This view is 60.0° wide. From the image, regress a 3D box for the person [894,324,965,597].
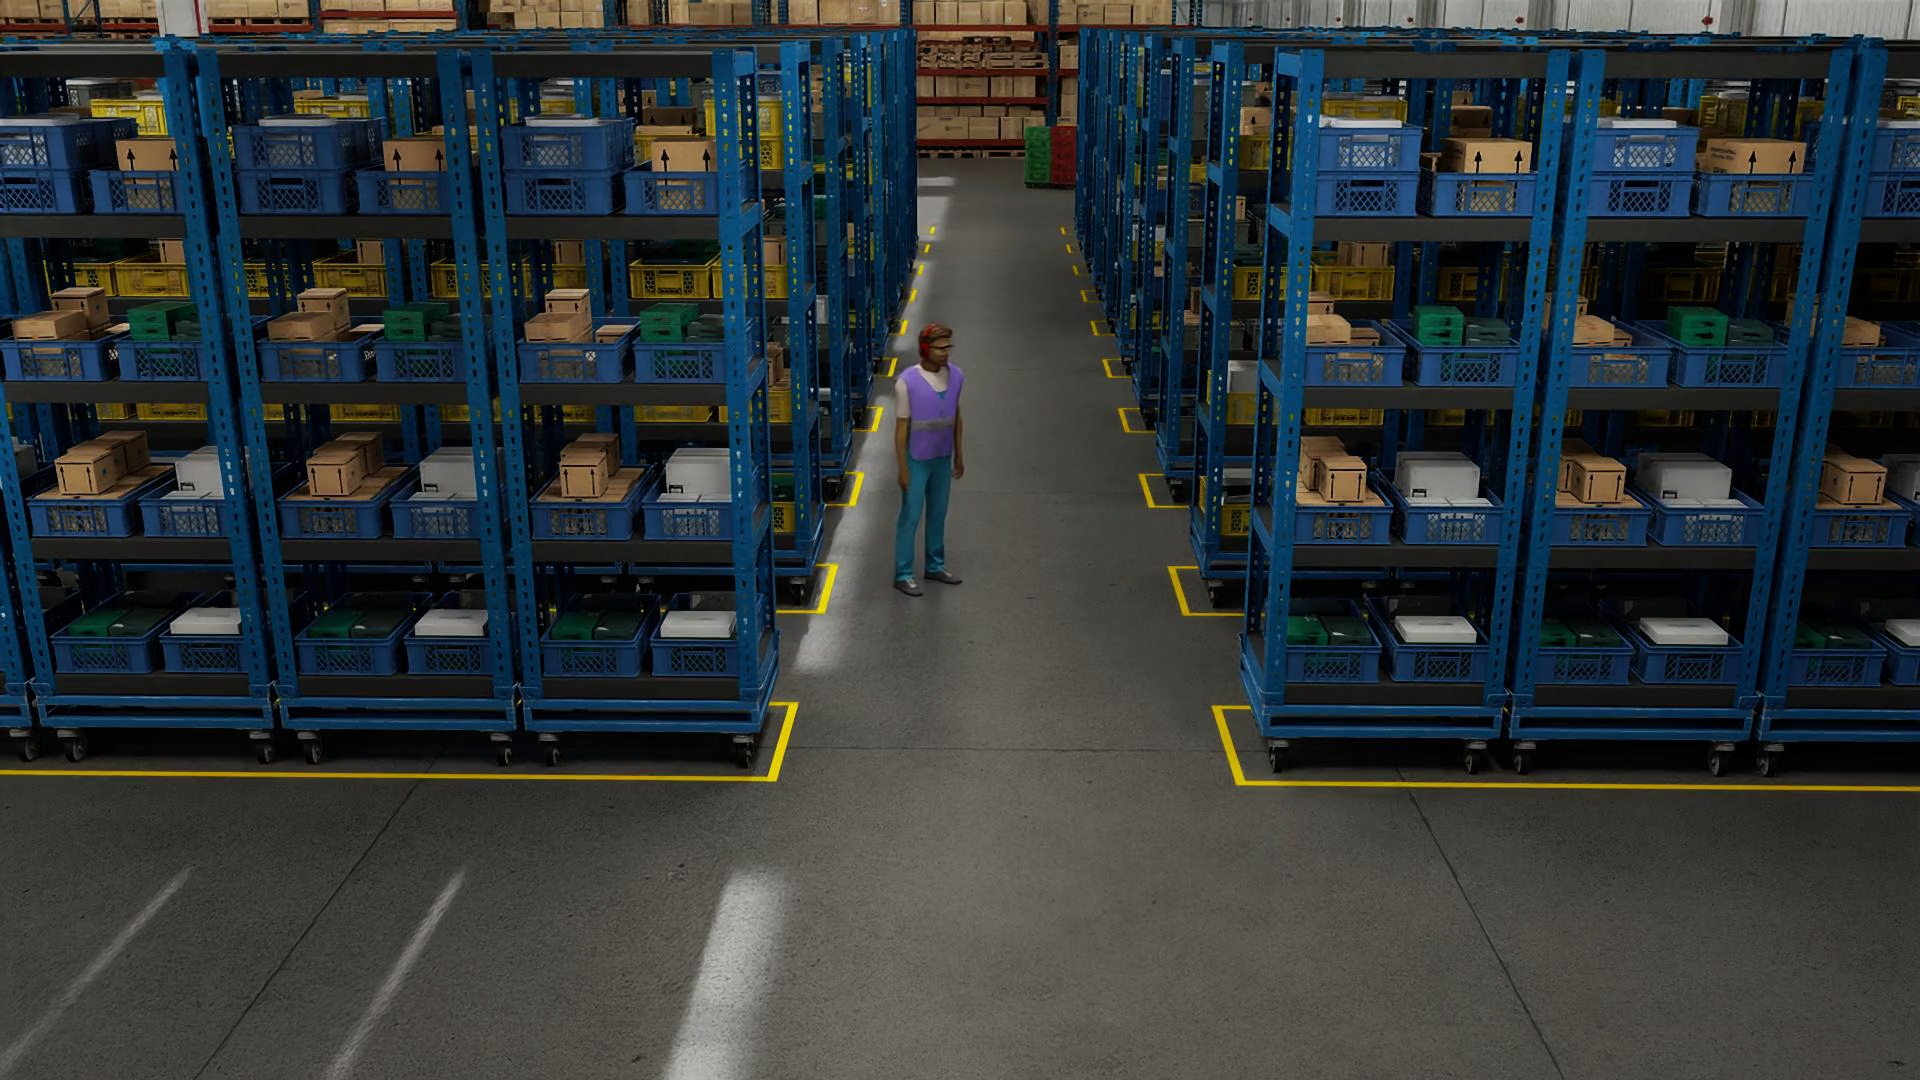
[{"bbox_3d":[-0.214,-0.540,11.095,0.577,1.832,0.407,-16,23,-41],"label":"person"}]
